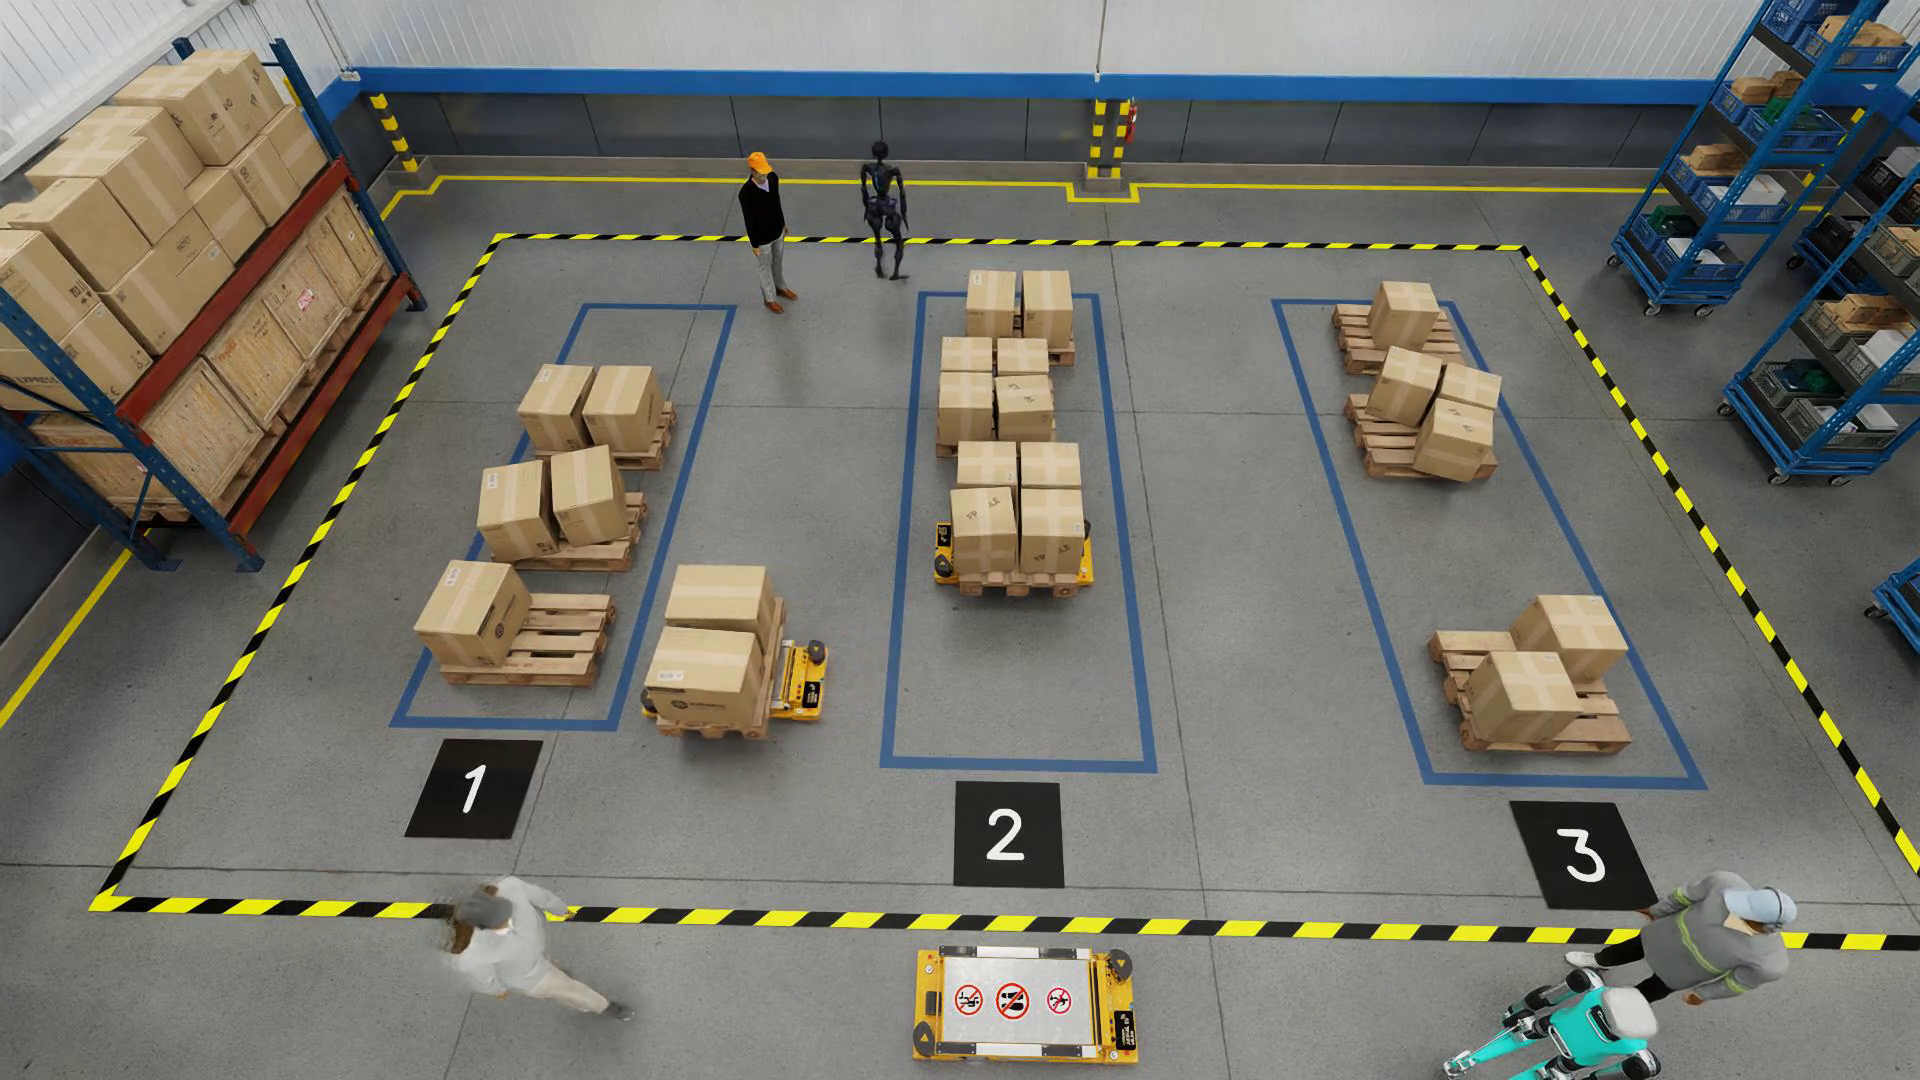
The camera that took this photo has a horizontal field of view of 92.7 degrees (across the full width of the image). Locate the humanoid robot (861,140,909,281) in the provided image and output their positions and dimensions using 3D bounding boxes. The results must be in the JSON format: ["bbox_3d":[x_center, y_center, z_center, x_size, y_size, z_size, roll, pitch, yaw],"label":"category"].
[{"bbox_3d":[-0.890,-3.794,10.674,0.584,1.647,0.416,17,53,13],"label":"humanoid robot"}]

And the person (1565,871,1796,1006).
[{"bbox_3d":[4.305,2.446,5.474,0.407,1.847,0.588,-2,51,-2],"label":"person"}]

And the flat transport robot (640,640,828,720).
[{"bbox_3d":[-1.843,1.135,7.543,1.431,0.197,0.652,1,51,1],"label":"flat transport robot"}]

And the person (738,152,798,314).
[{"bbox_3d":[-2.134,-3.433,10.243,0.379,1.881,0.589,25,55,19],"label":"person"}]

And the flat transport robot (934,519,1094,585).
[{"bbox_3d":[0.490,0.087,8.397,1.431,0.197,0.652,1,51,1],"label":"flat transport robot"}]

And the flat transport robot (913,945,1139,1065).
[{"bbox_3d":[0.422,3.041,6.007,1.431,0.231,0.659,1,51,1],"label":"flat transport robot"}]

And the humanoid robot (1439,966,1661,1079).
[{"bbox_3d":[3.106,2.886,5.098,0.735,1.677,0.533,-12,52,-10],"label":"humanoid robot"}]

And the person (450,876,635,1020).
[{"bbox_3d":[-2.503,2.473,5.516,0.860,1.726,0.594,6,51,5],"label":"person"}]
